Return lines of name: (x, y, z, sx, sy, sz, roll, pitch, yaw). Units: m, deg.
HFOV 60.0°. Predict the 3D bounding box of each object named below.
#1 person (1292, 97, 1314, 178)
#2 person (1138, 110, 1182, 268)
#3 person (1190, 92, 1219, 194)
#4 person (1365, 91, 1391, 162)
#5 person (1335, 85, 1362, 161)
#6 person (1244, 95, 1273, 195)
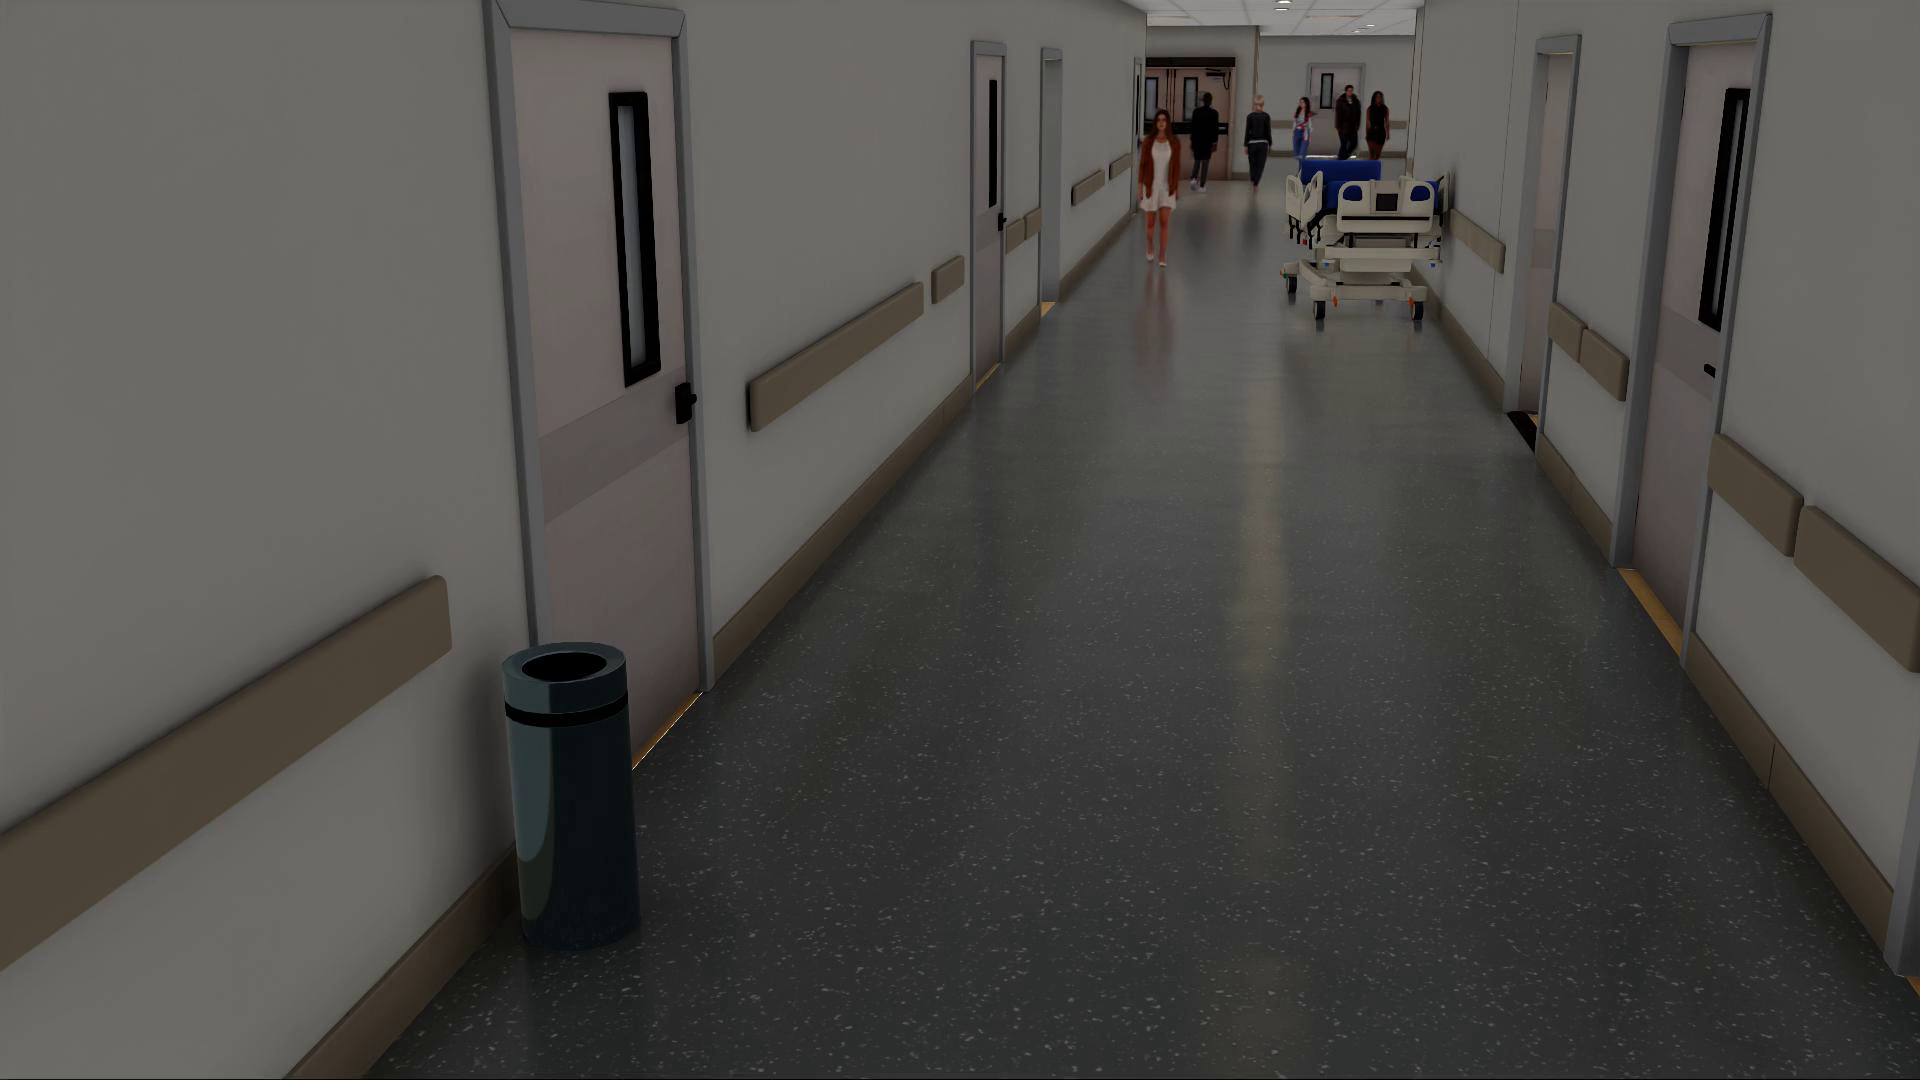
person: (7.047, -8.244, 34.096, 0.955, 1.598, 0.895, 11, 19, 33)
person: (2.220, -3.915, 18.562, 1.027, 1.694, 0.746, 1, 16, 5)
person: (4.304, -7.060, 29.615, 0.762, 1.750, 0.828, 7, 17, 23)
person: (8.250, -7.968, 32.950, 1.131, 1.688, 0.735, 1, 16, 5)
person: (8.495, -9.075, 36.610, 0.811, 1.832, 0.934, -3, 16, -12)
person: (5.221, -6.901, 29.163, 1.086, 1.689, 0.827, 6, 17, 20)
